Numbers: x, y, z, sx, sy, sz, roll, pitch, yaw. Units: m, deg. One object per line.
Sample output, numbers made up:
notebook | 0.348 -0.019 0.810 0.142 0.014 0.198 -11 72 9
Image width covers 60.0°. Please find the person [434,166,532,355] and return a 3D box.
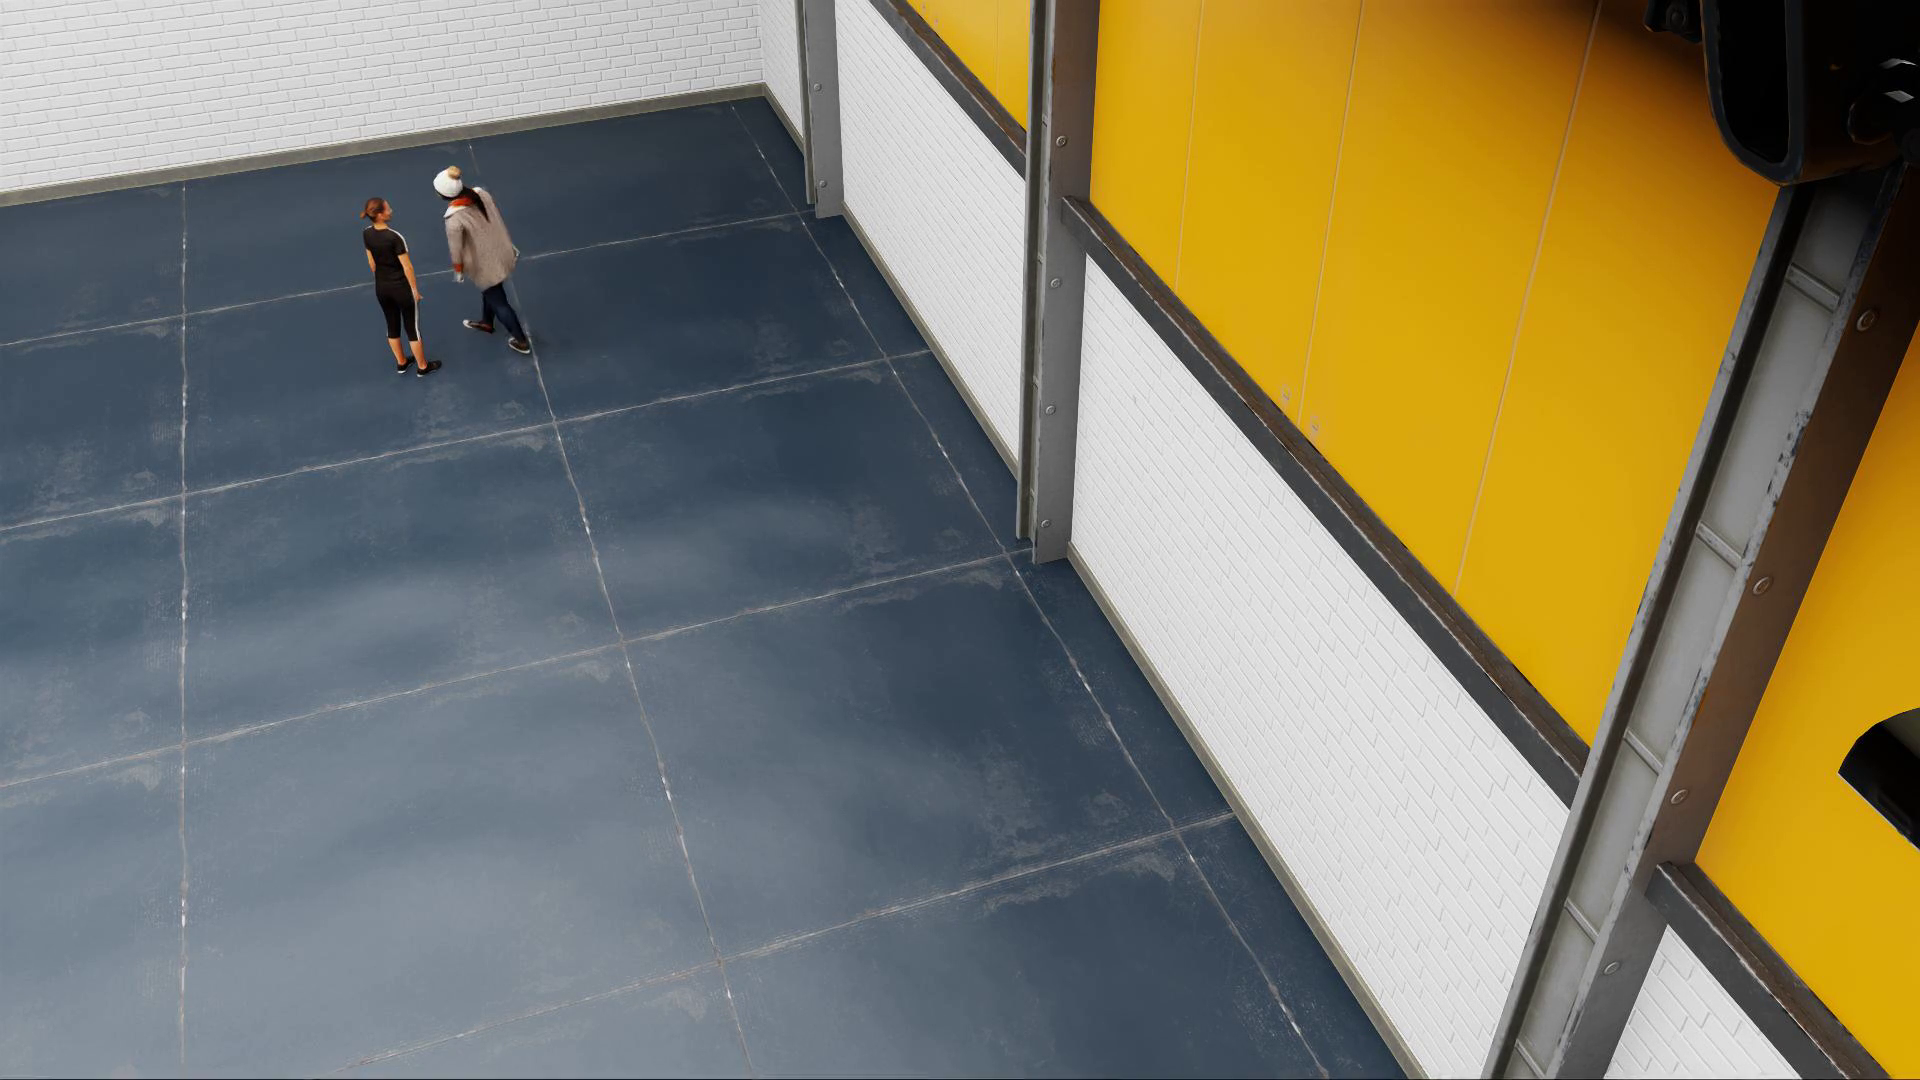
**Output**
person | -4.114 -2.472 14.661 1.154 1.843 1.107 21 43 24

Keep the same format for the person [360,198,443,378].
person | -4.910 -2.199 14.459 0.652 1.668 0.702 14 41 17
